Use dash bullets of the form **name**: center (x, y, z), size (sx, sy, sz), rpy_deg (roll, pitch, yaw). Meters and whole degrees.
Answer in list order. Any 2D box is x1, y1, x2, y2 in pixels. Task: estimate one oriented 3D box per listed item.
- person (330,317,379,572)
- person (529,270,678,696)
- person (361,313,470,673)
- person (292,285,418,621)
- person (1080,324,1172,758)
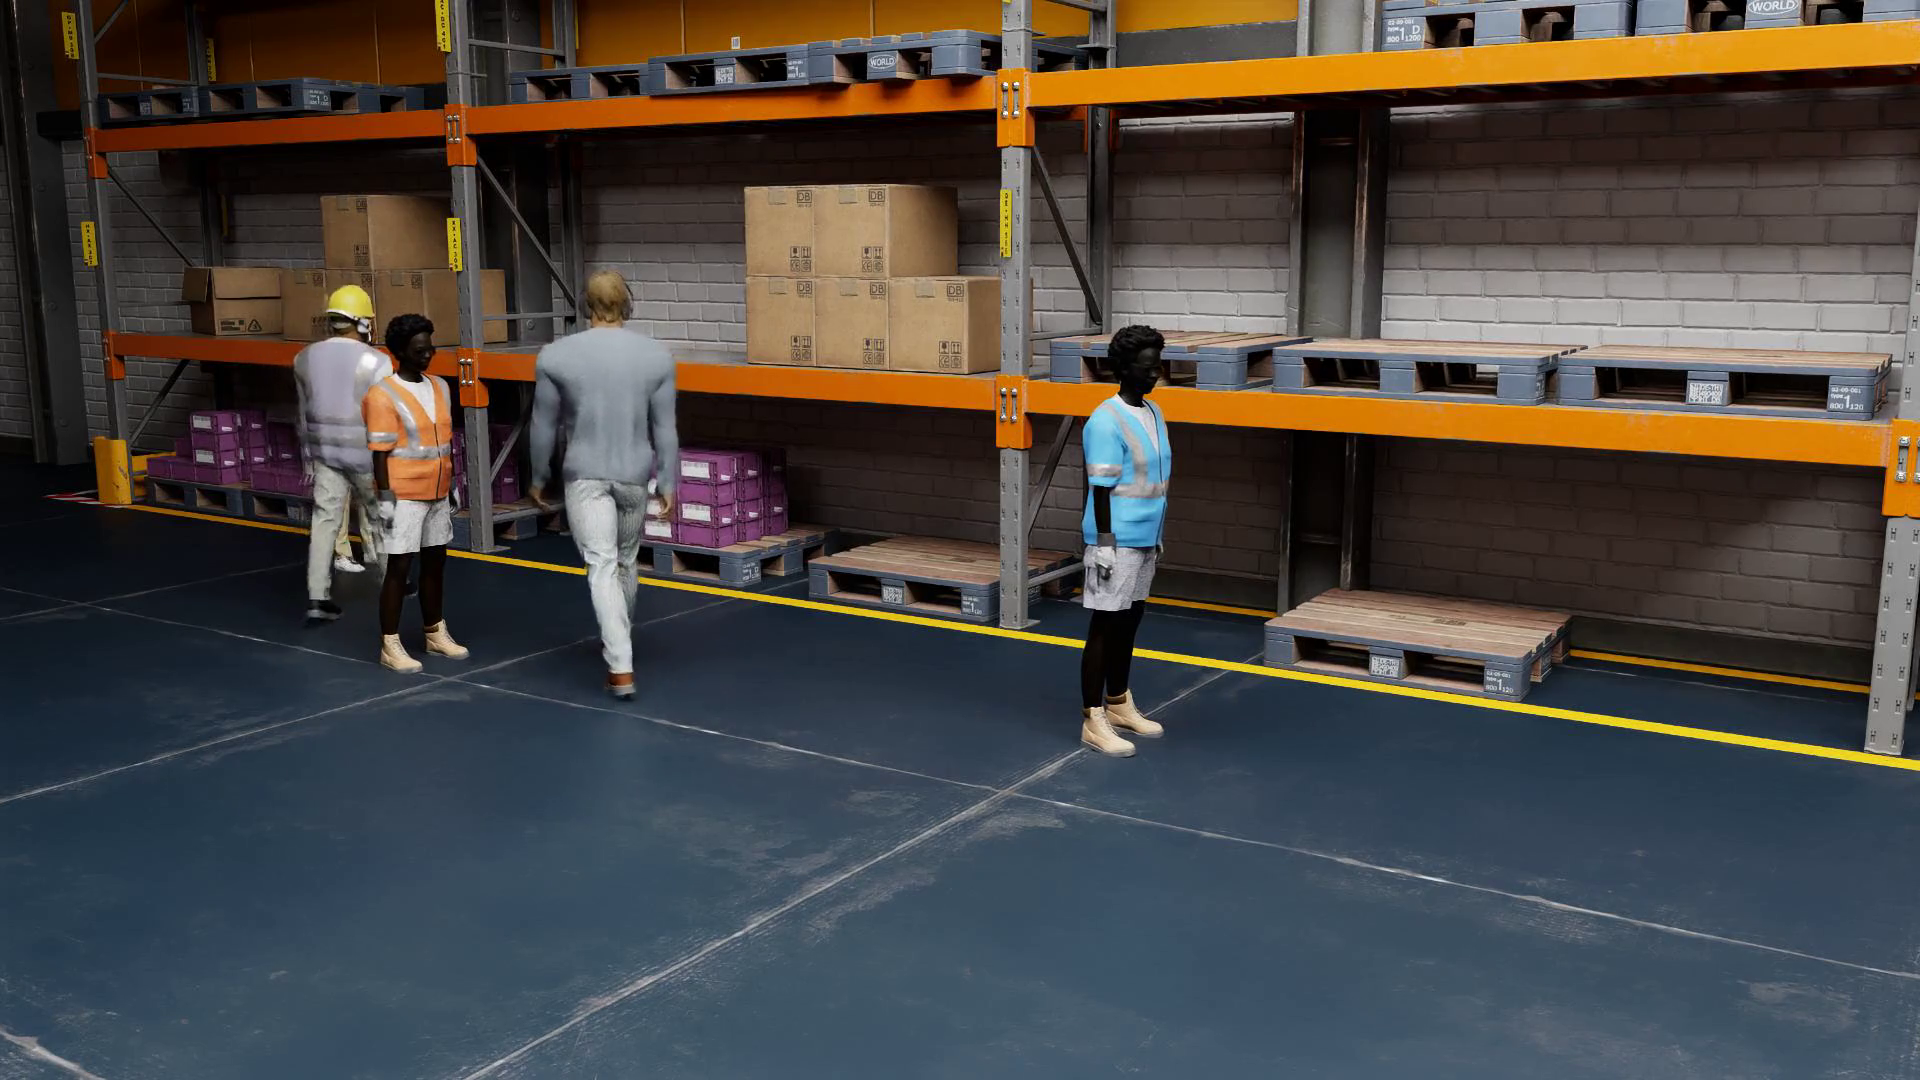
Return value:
- **person**: center (-3.707, -0.621, 10.227), size (0.277, 1.629, 0.496), rpy_deg (5, 11, 26)
- **person**: center (-1.610, -0.273, 7.592), size (0.645, 1.893, 1.013), rpy_deg (-5, 11, -24)
- **person**: center (-2.568, -0.219, 7.836), size (0.320, 1.687, 0.533), rpy_deg (4, 11, 23)
- **person**: center (-3.300, -0.471, 8.965), size (0.601, 1.788, 0.926), rpy_deg (1, 10, 8)
- **person**: center (0.663, -0.006, 6.606), size (0.318, 1.698, 0.539), rpy_deg (6, 12, 30)
